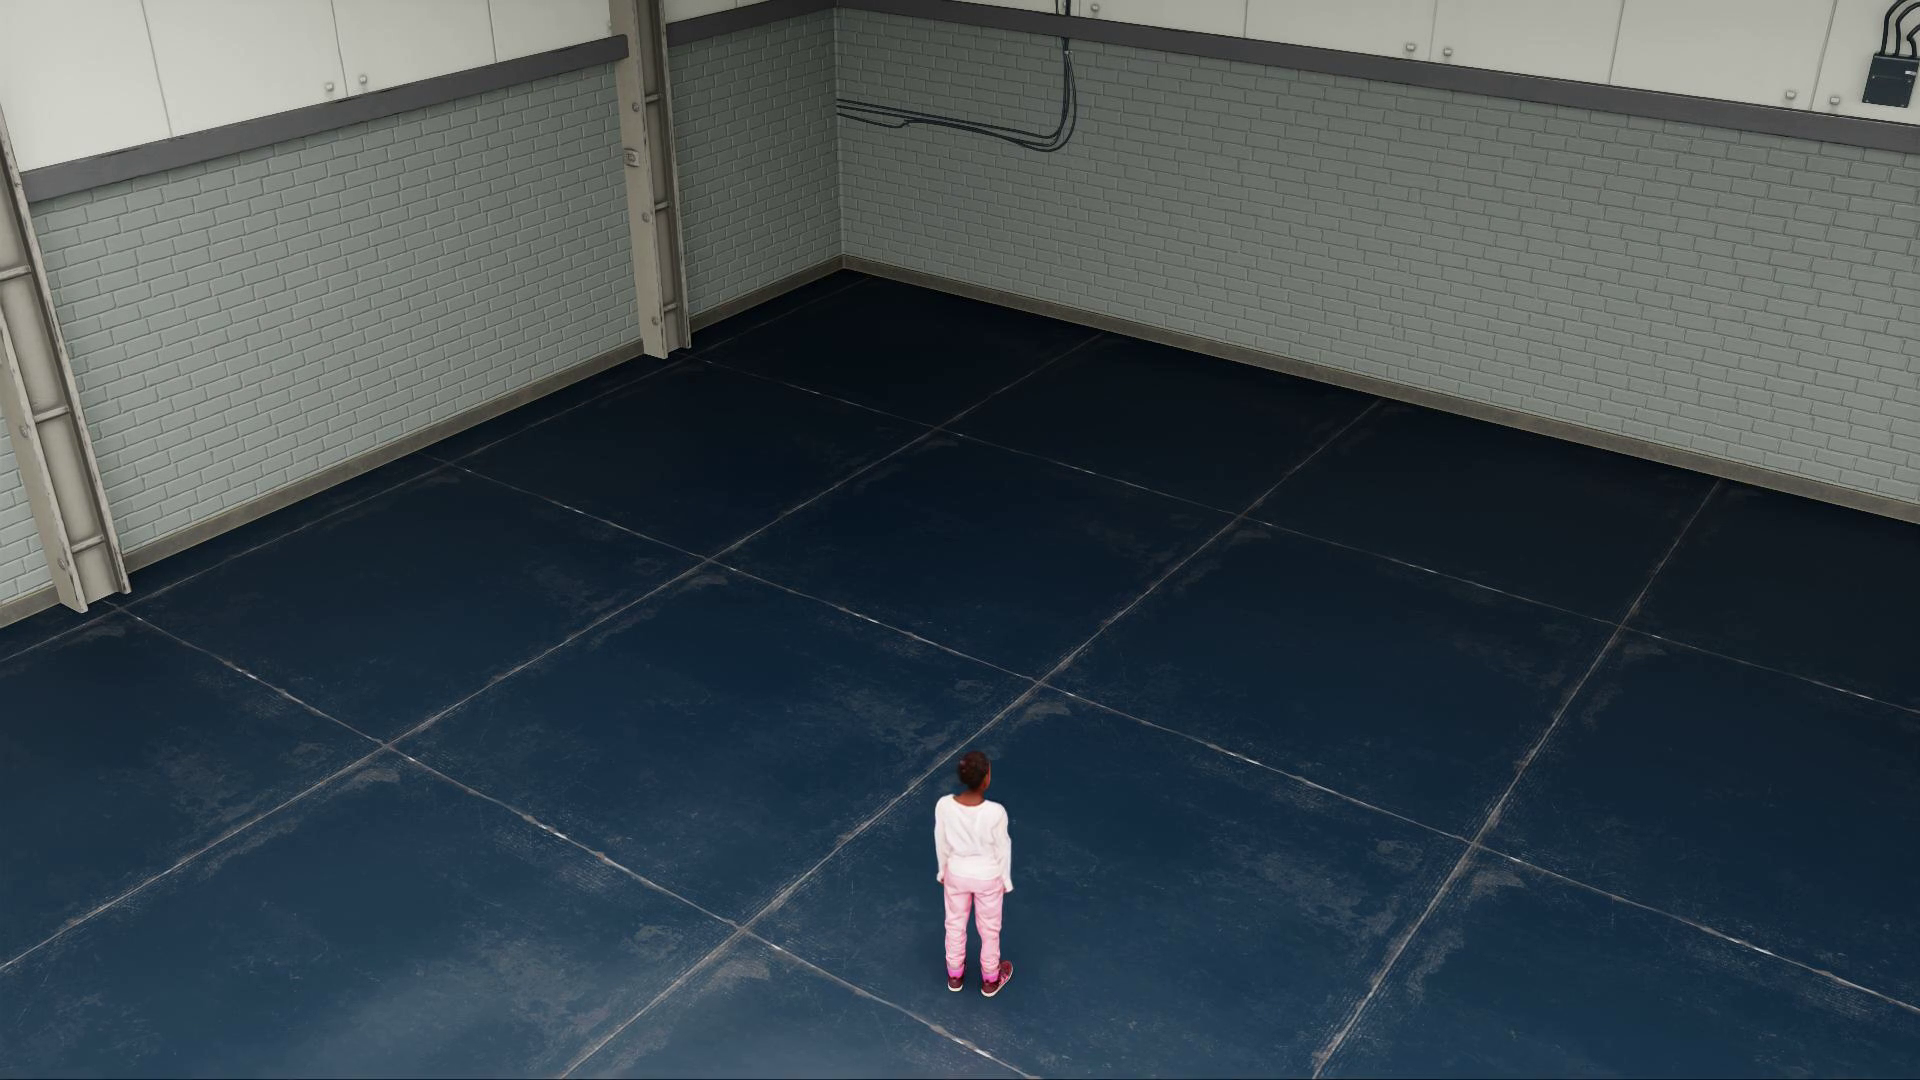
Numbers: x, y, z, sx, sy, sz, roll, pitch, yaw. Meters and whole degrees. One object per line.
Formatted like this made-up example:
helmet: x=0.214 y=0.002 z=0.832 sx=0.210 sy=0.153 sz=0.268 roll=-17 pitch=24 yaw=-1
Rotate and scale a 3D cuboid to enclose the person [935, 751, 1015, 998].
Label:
person: x=0.070 y=1.661 z=8.333 sx=0.606 sy=1.455 sz=0.591 roll=8 pitch=29 yaw=14
